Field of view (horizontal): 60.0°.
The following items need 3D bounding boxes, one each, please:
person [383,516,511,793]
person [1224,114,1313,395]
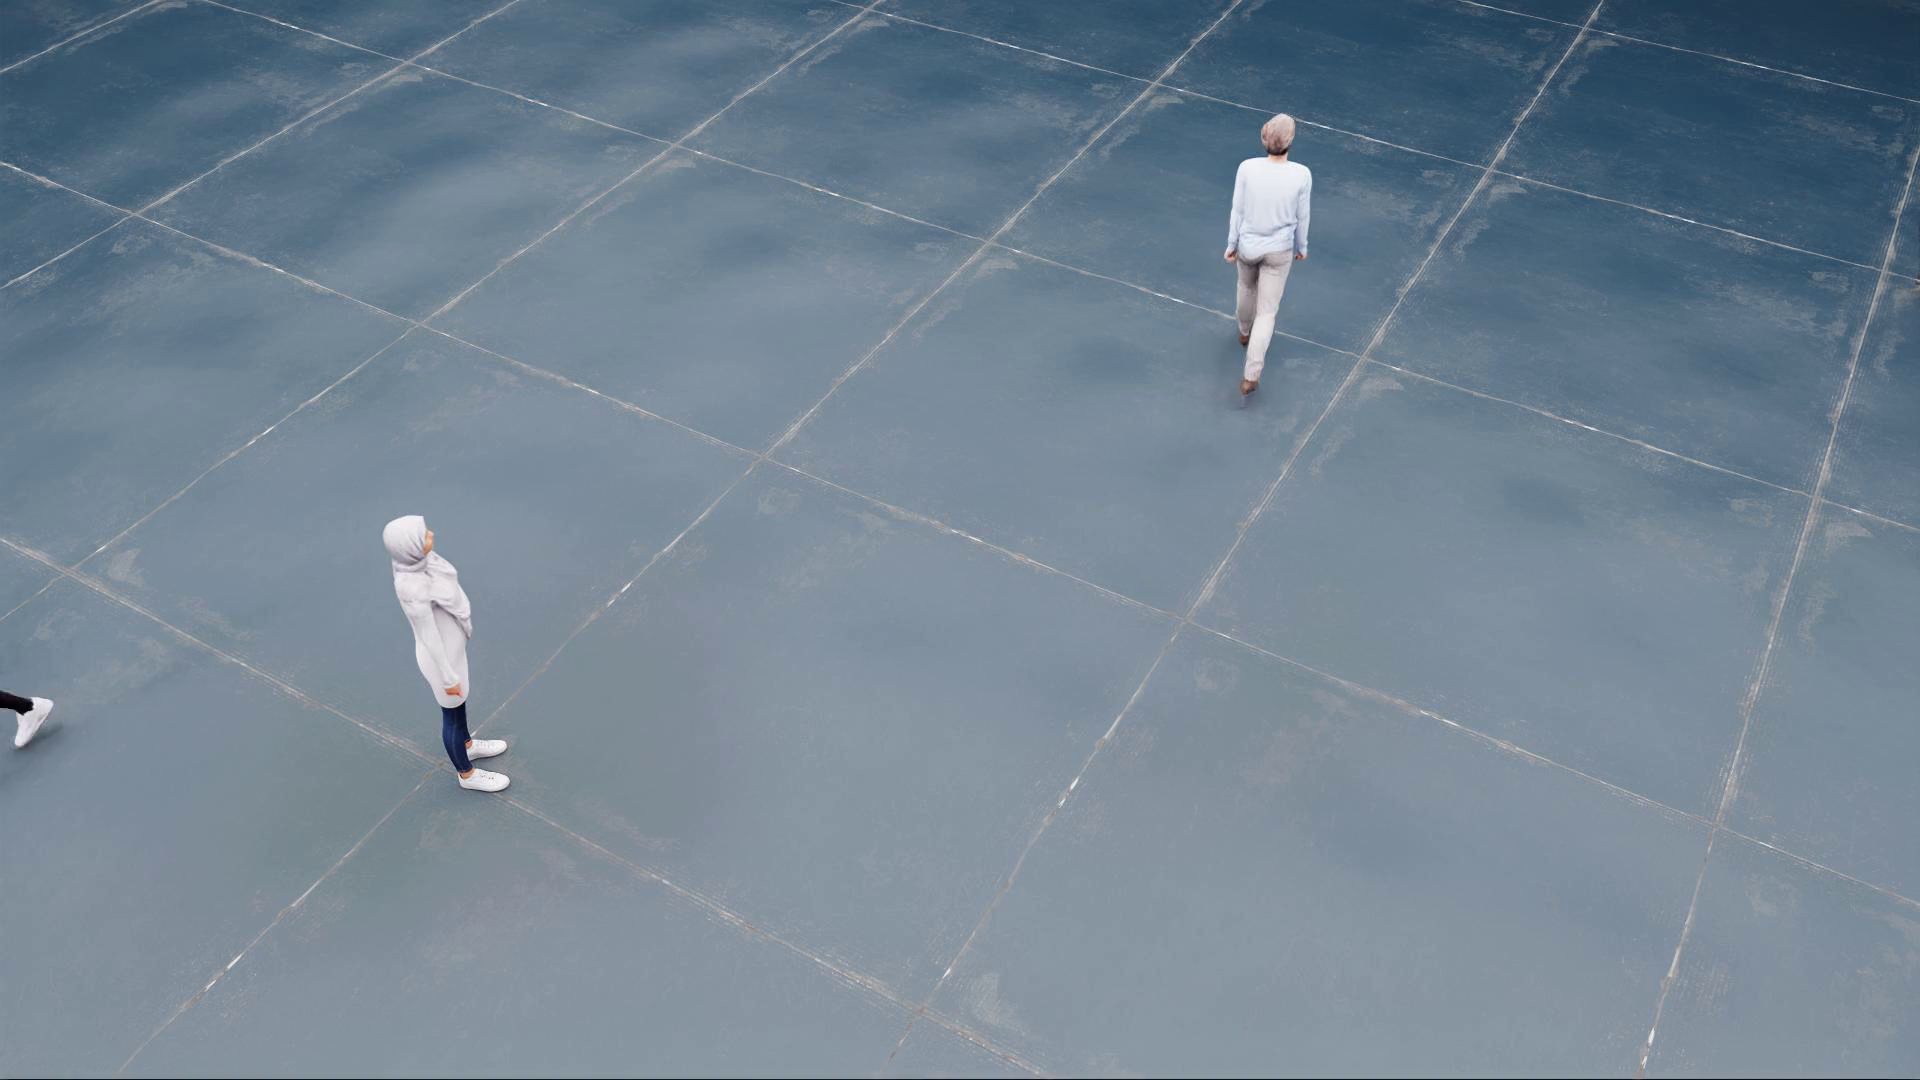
[{"bbox_3d":[-2.581,0.564,8.285,0.744,1.775,0.668,-7,43,-8],"label":"person"},{"bbox_3d":[1.978,-1.827,10.862,0.873,1.851,1.304,12,44,13],"label":"person"}]
